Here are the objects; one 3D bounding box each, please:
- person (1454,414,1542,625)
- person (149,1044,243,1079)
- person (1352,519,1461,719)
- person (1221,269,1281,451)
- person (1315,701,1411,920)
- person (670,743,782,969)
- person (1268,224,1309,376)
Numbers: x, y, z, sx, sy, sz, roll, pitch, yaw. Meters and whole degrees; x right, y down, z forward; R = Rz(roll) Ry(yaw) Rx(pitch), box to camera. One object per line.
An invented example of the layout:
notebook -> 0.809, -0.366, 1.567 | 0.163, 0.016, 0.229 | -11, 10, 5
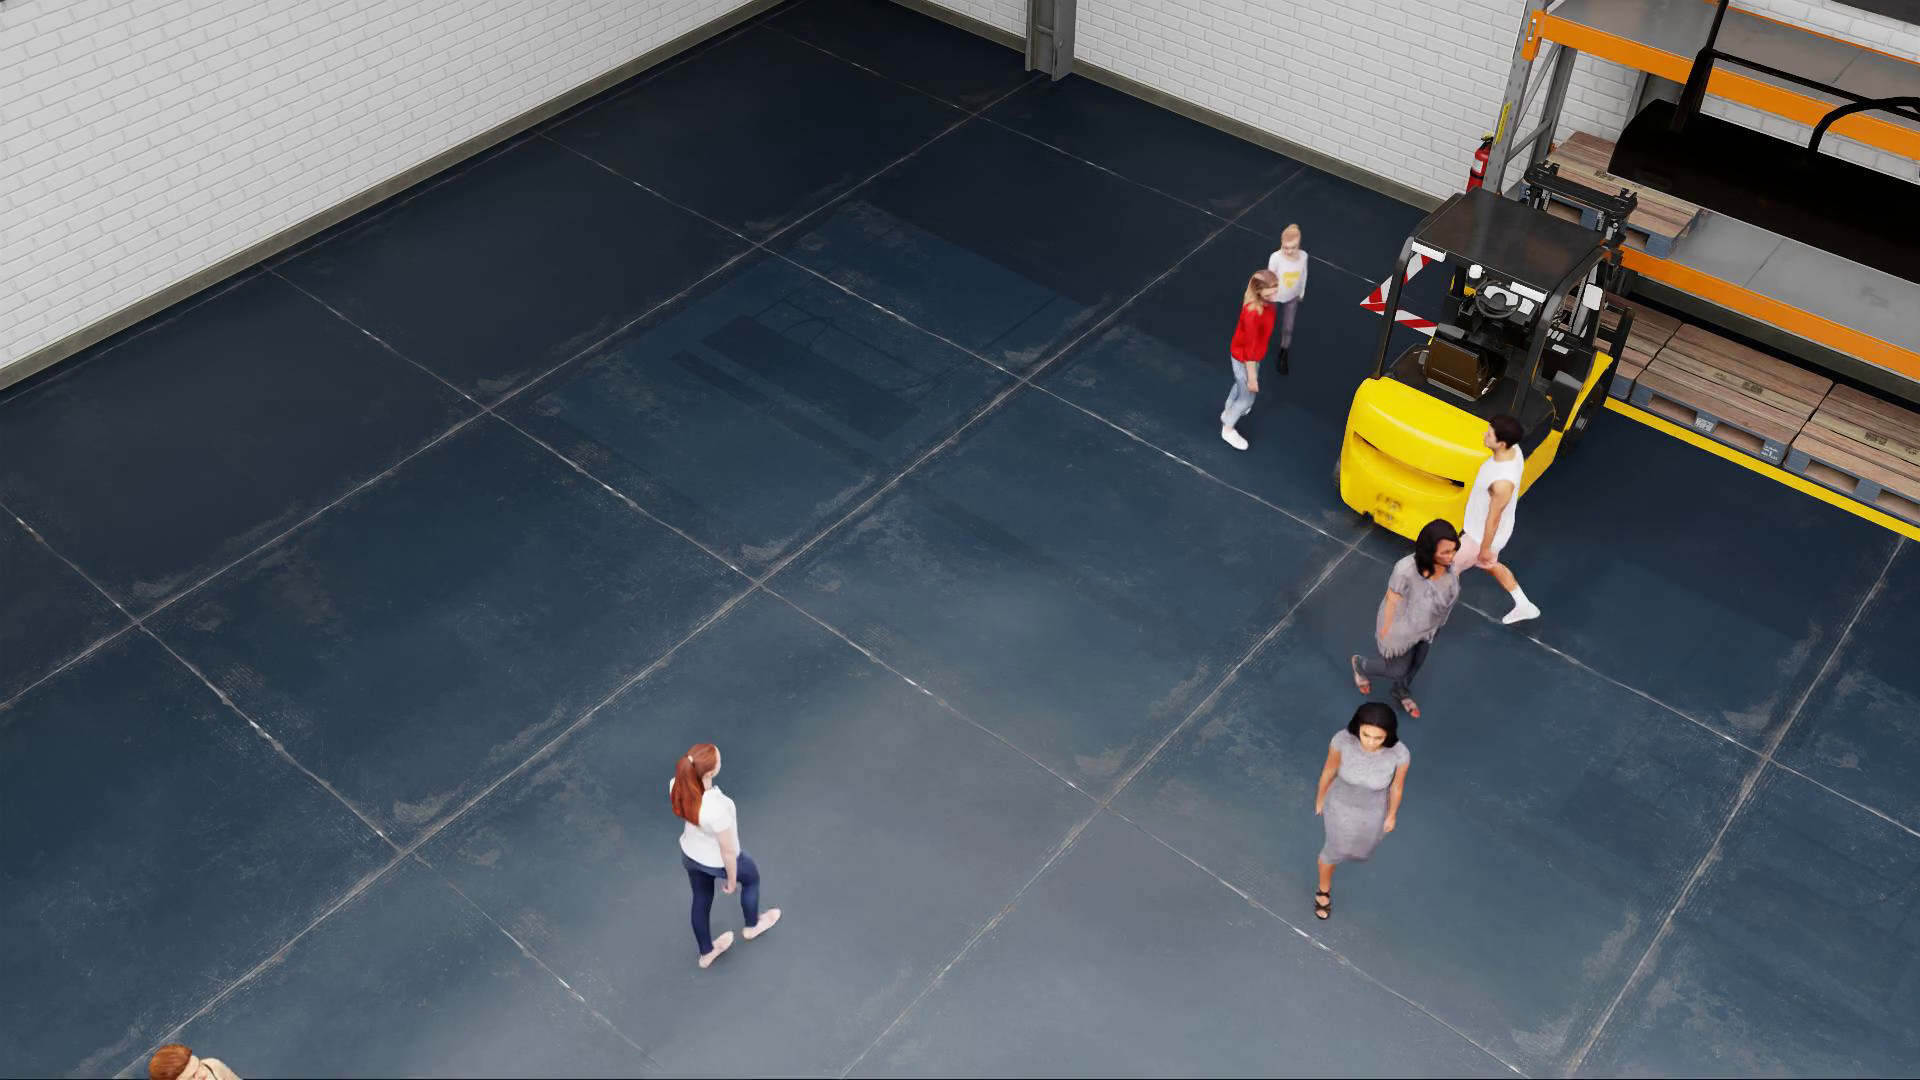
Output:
person -> 3.507, -0.054, 10.767 | 1.201, 1.750, 0.882 | 16, 46, 16
person -> -3.561, 2.845, 7.842 | 1.131, 1.587, 0.953 | 5, 44, 5
person -> 2.780, 0.429, 10.371 | 0.734, 1.595, 0.837 | -24, 49, -23
person -> 2.097, -1.345, 12.189 | 0.755, 1.657, 0.873 | 2, 44, 2
person -> 2.198, 1.426, 9.205 | 0.901, 1.760, 0.876 | 14, 45, 14
person -> -1.395, 1.754, 8.890 | 0.723, 1.720, 0.685 | 23, 48, 22
person -> 2.527, -1.970, 13.136 | 0.842, 1.256, 0.907 | -4, 44, -4
